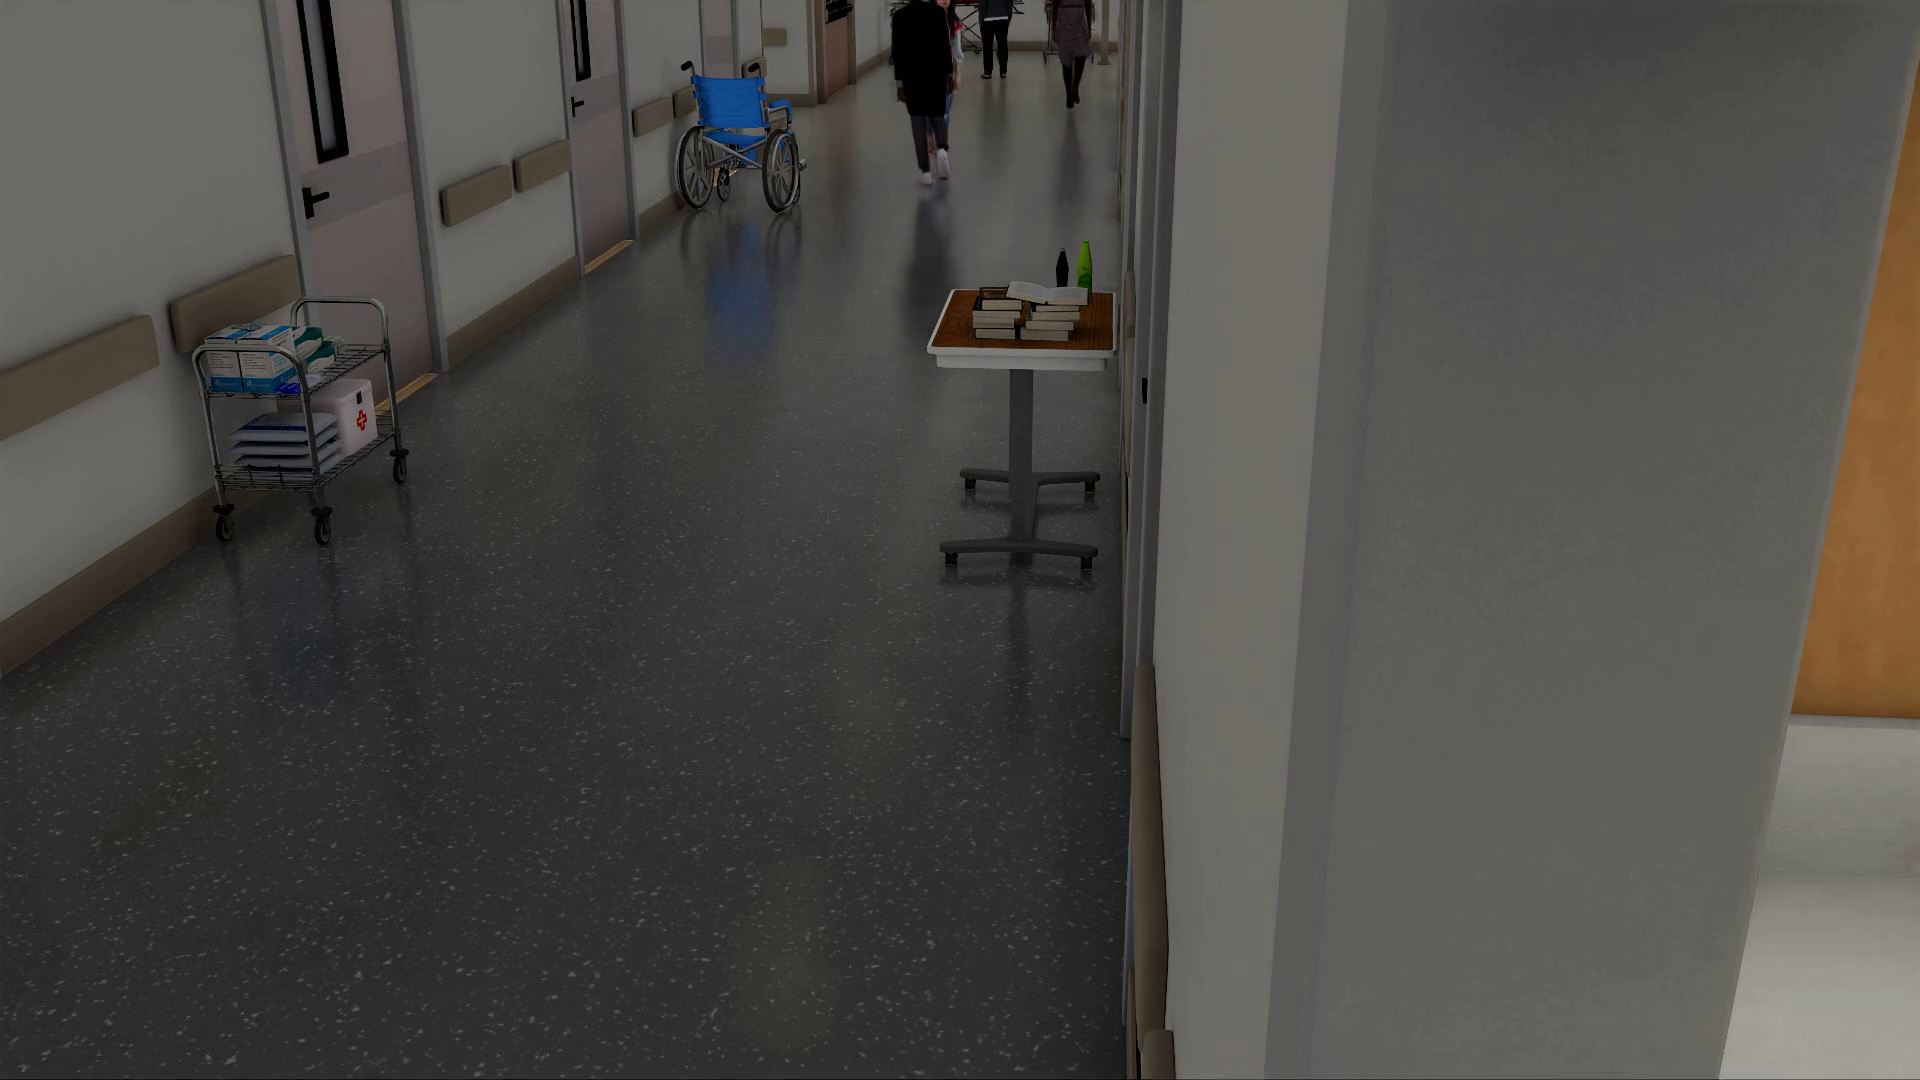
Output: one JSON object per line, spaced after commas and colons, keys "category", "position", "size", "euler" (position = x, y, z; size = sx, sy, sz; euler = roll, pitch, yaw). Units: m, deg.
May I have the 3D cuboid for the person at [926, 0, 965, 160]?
{"category": "person", "position": [-0.224, -4.394, 15.626], "size": [0.689, 1.601, 0.709], "euler": [-1, 21, -3]}

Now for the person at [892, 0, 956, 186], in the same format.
{"category": "person", "position": [-0.292, -3.825, 13.932], "size": [0.872, 1.736, 1.039], "euler": [-3, 21, -7]}

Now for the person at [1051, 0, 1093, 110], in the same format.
{"category": "person", "position": [1.308, -5.950, 19.479], "size": [0.635, 1.781, 0.678], "euler": [3, 21, 7]}

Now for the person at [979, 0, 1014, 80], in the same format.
{"category": "person", "position": [0.484, -7.303, 23.310], "size": [0.767, 1.597, 0.784], "euler": [-6, 22, -15]}
